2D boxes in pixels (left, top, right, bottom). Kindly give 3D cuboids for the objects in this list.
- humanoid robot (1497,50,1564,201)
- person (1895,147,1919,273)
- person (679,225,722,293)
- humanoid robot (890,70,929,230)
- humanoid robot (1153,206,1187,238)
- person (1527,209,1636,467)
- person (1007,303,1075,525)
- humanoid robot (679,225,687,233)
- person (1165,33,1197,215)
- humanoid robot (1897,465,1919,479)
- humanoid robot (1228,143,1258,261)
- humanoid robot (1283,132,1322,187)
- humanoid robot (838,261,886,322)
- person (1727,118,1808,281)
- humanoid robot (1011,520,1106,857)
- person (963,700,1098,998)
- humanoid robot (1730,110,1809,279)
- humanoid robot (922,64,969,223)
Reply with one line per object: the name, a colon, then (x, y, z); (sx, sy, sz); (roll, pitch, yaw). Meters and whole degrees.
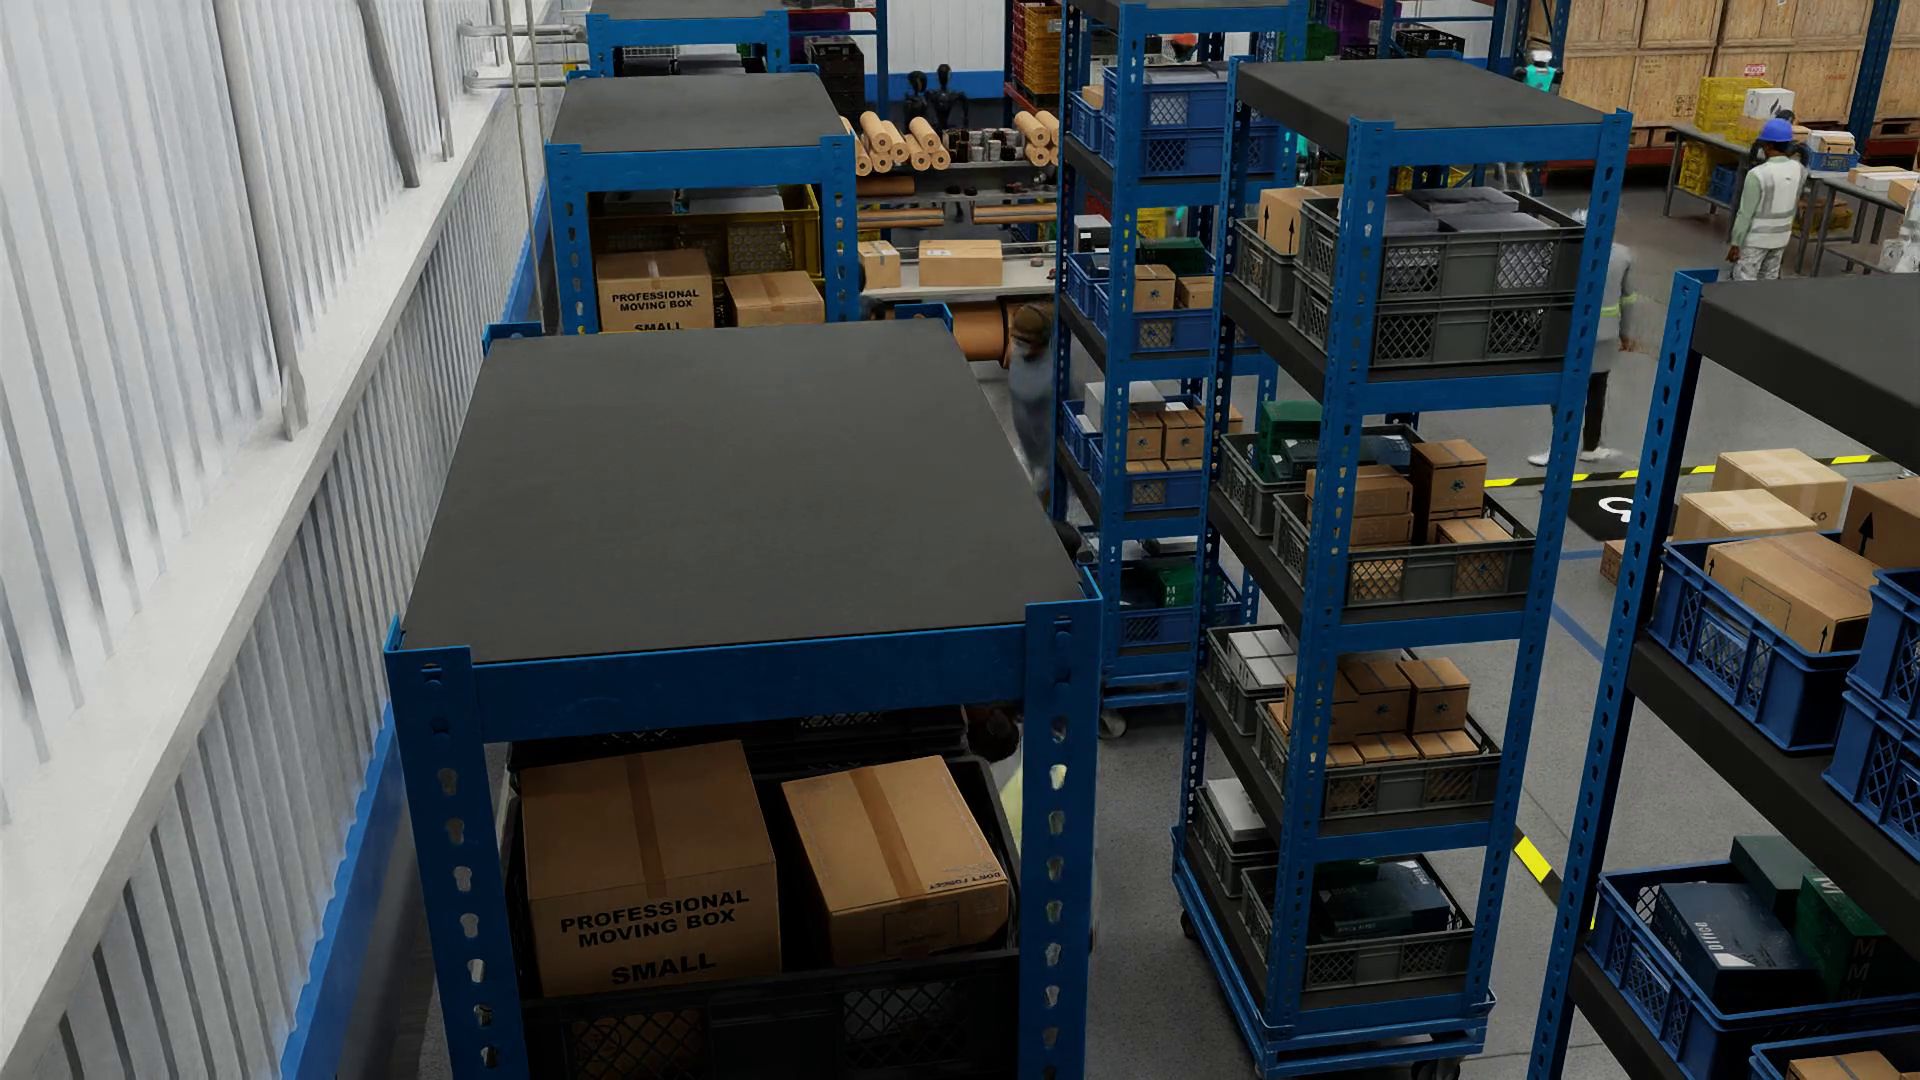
humanoid robot: (6.258, -4.560, 18.442); (0.555, 1.731, 1.013); (-1, 25, -1)
person: (7.820, -2.361, 13.526); (0.452, 1.855, 0.600); (21, 32, 38)
person: (-2.180, -2.764, 14.280); (0.605, 1.963, 0.374); (-18, 30, -34)
humanoid robot: (-0.530, -4.098, 17.527); (0.387, 1.650, 0.608); (7, 26, 15)
humanoid robot: (2.093, -3.515, 16.208); (0.547, 1.785, 0.776); (14, 28, 28)
person: (4.342, -1.388, 11.484); (0.699, 1.808, 0.374); (-6, 25, -12)
person: (0.481, -0.433, 9.289); (0.613, 1.897, 0.644); (-11, 27, -23)
humanoid robot: (-2.352, -2.327, 13.658); (0.531, 1.746, 0.996); (3, 25, 7)
person: (2.255, -4.488, 17.976); (0.660, 2.012, 0.640); (-5, 25, -10)
humanoid robot: (6.430, -1.140, 10.860); (0.735, 1.676, 0.533); (-12, 27, -23)
humanoid robot: (2.815, -3.673, 16.554); (0.528, 1.786, 0.931); (-1, 25, -3)
humanoid robot: (3.089, -3.327, 15.613); (0.533, 1.677, 0.735); (6, 25, 14)
humanoid robot: (-0.726, -1.049, 10.955); (0.589, 1.630, 0.793); (-18, 30, -34)
person: (6.594, -2.484, 13.702); (0.611, 1.939, 0.412); (-10, 27, -21)
humanoid robot: (0.411, 0.687, 7.102); (0.315, 1.657, 0.599); (20, 32, 37)
person: (0.121, 1.288, 5.670); (0.681, 1.786, 0.903); (5, 25, 11)
humanoid robot: (7.618, -3.204, 15.590); (0.585, 1.634, 0.423); (19, 31, 35)
humanoid robot: (-0.177, -4.261, 17.861); (0.600, 1.651, 0.349); (1, 25, 3)
